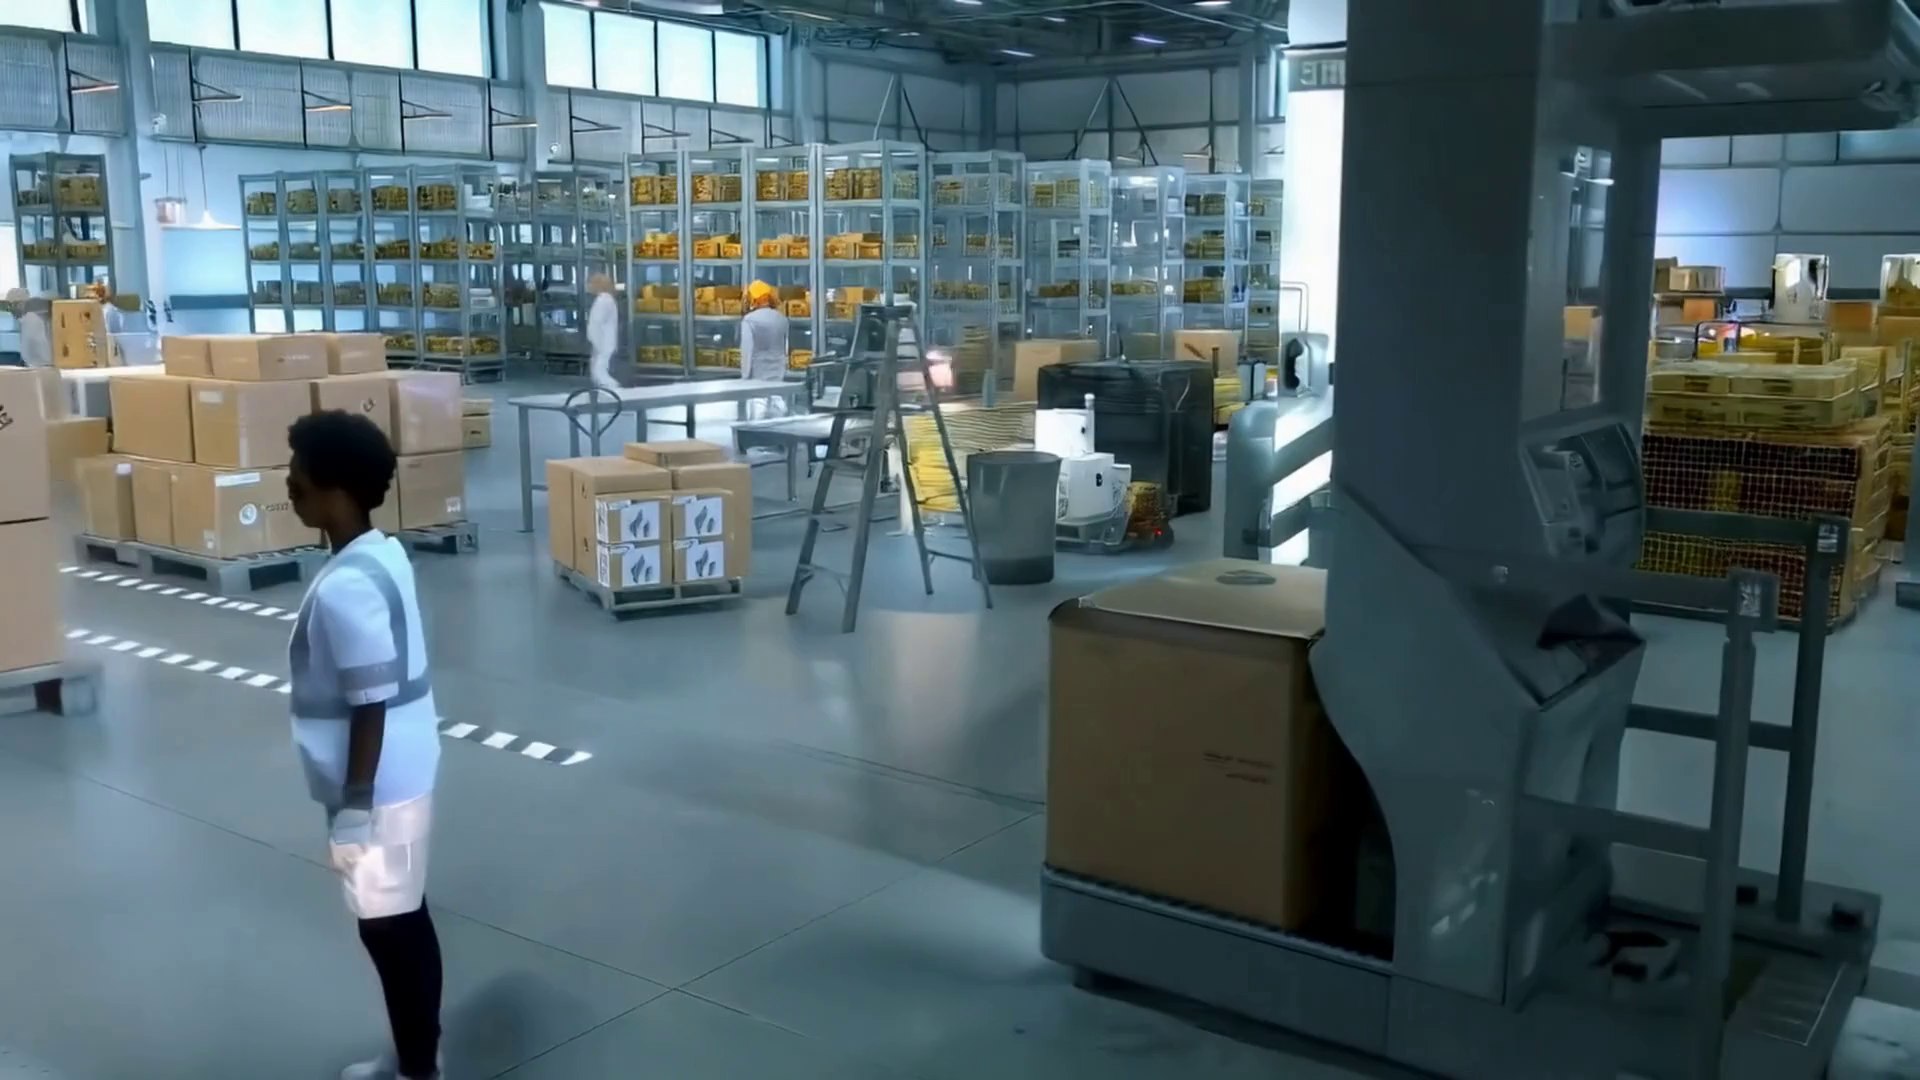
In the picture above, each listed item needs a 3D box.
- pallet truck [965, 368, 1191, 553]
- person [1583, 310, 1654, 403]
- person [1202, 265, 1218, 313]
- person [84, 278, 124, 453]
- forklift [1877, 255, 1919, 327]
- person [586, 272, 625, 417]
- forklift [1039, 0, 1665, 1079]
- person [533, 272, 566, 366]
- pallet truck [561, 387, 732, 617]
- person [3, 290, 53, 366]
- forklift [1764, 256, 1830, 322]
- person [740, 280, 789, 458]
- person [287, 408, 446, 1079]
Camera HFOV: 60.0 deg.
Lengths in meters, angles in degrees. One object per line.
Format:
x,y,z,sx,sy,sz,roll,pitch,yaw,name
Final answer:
0.845,-0.609,11.869,1.630,1.274,0.653,7,12,35,pallet truck
5.887,-1.434,14.949,0.607,1.926,0.855,6,11,33,person
7.322,-7.115,48.550,0.612,1.995,0.376,9,13,42,person
-9.019,-1.851,17.644,0.374,1.843,0.568,-8,13,-41,person
22.089,-5.634,38.796,1.157,1.987,2.680,6,11,33,forklift
-4.551,-2.505,21.414,0.537,1.883,0.655,-1,10,-5,person
1.249,-0.137,4.360,1.873,2.768,1.129,7,12,35,forklift
-7.921,-4.262,32.141,0.626,1.798,0.506,-2,10,-13,person
-1.981,-0.274,10.088,0.680,1.201,1.601,-5,11,-28,pallet truck
-10.758,-2.051,19.316,0.866,1.680,0.587,-6,11,-33,person
20.253,-5.854,40.139,1.157,1.987,2.680,7,12,35,forklift
-1.996,-1.706,16.817,0.592,1.833,0.404,-9,13,-44,person
-1.350,0.548,3.798,0.318,1.695,0.539,-2,10,-13,person
